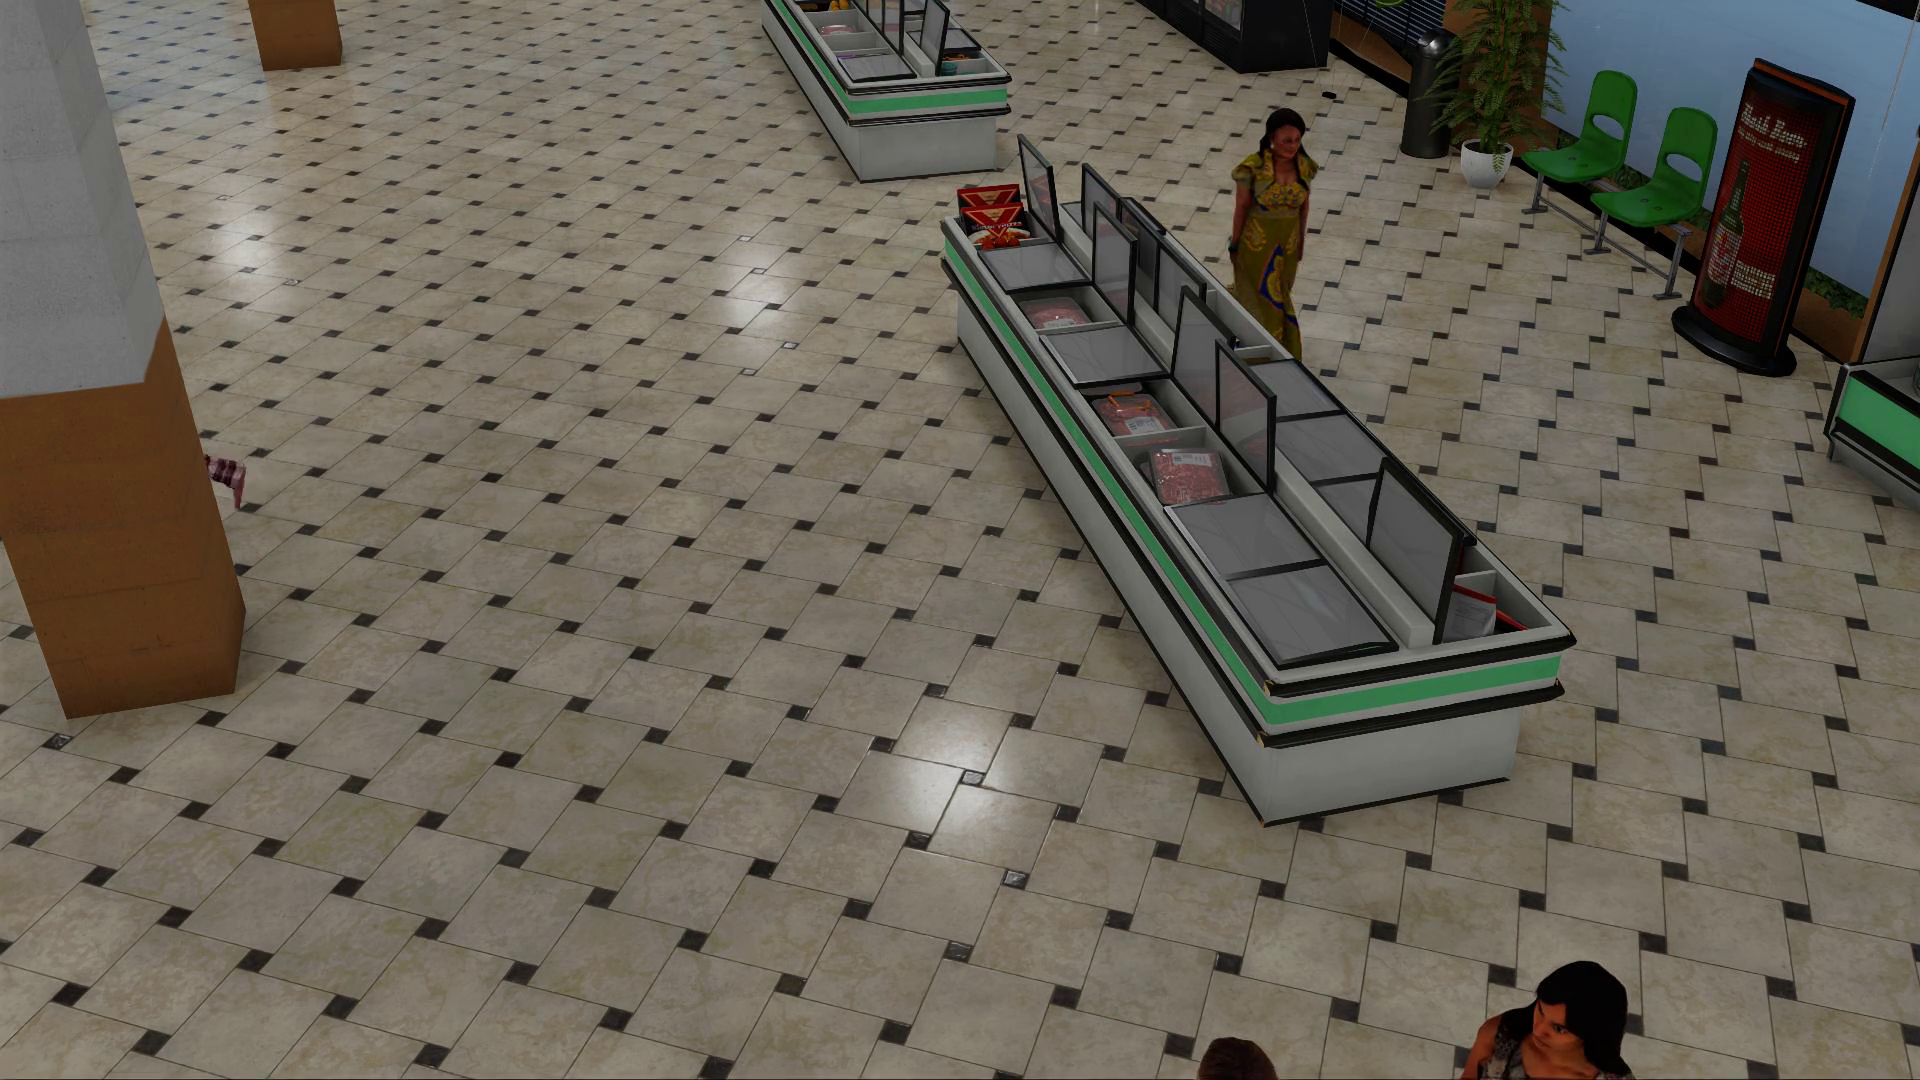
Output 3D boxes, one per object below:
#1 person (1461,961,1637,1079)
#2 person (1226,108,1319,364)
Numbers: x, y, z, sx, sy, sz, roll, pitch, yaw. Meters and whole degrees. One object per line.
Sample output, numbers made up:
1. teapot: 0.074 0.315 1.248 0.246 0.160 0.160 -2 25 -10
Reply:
1. person: 1.463 1.681 4.313 0.691 1.643 0.783 21 38 30
2. person: 1.793 -1.771 9.879 0.834 1.624 1.318 -12 34 -18
